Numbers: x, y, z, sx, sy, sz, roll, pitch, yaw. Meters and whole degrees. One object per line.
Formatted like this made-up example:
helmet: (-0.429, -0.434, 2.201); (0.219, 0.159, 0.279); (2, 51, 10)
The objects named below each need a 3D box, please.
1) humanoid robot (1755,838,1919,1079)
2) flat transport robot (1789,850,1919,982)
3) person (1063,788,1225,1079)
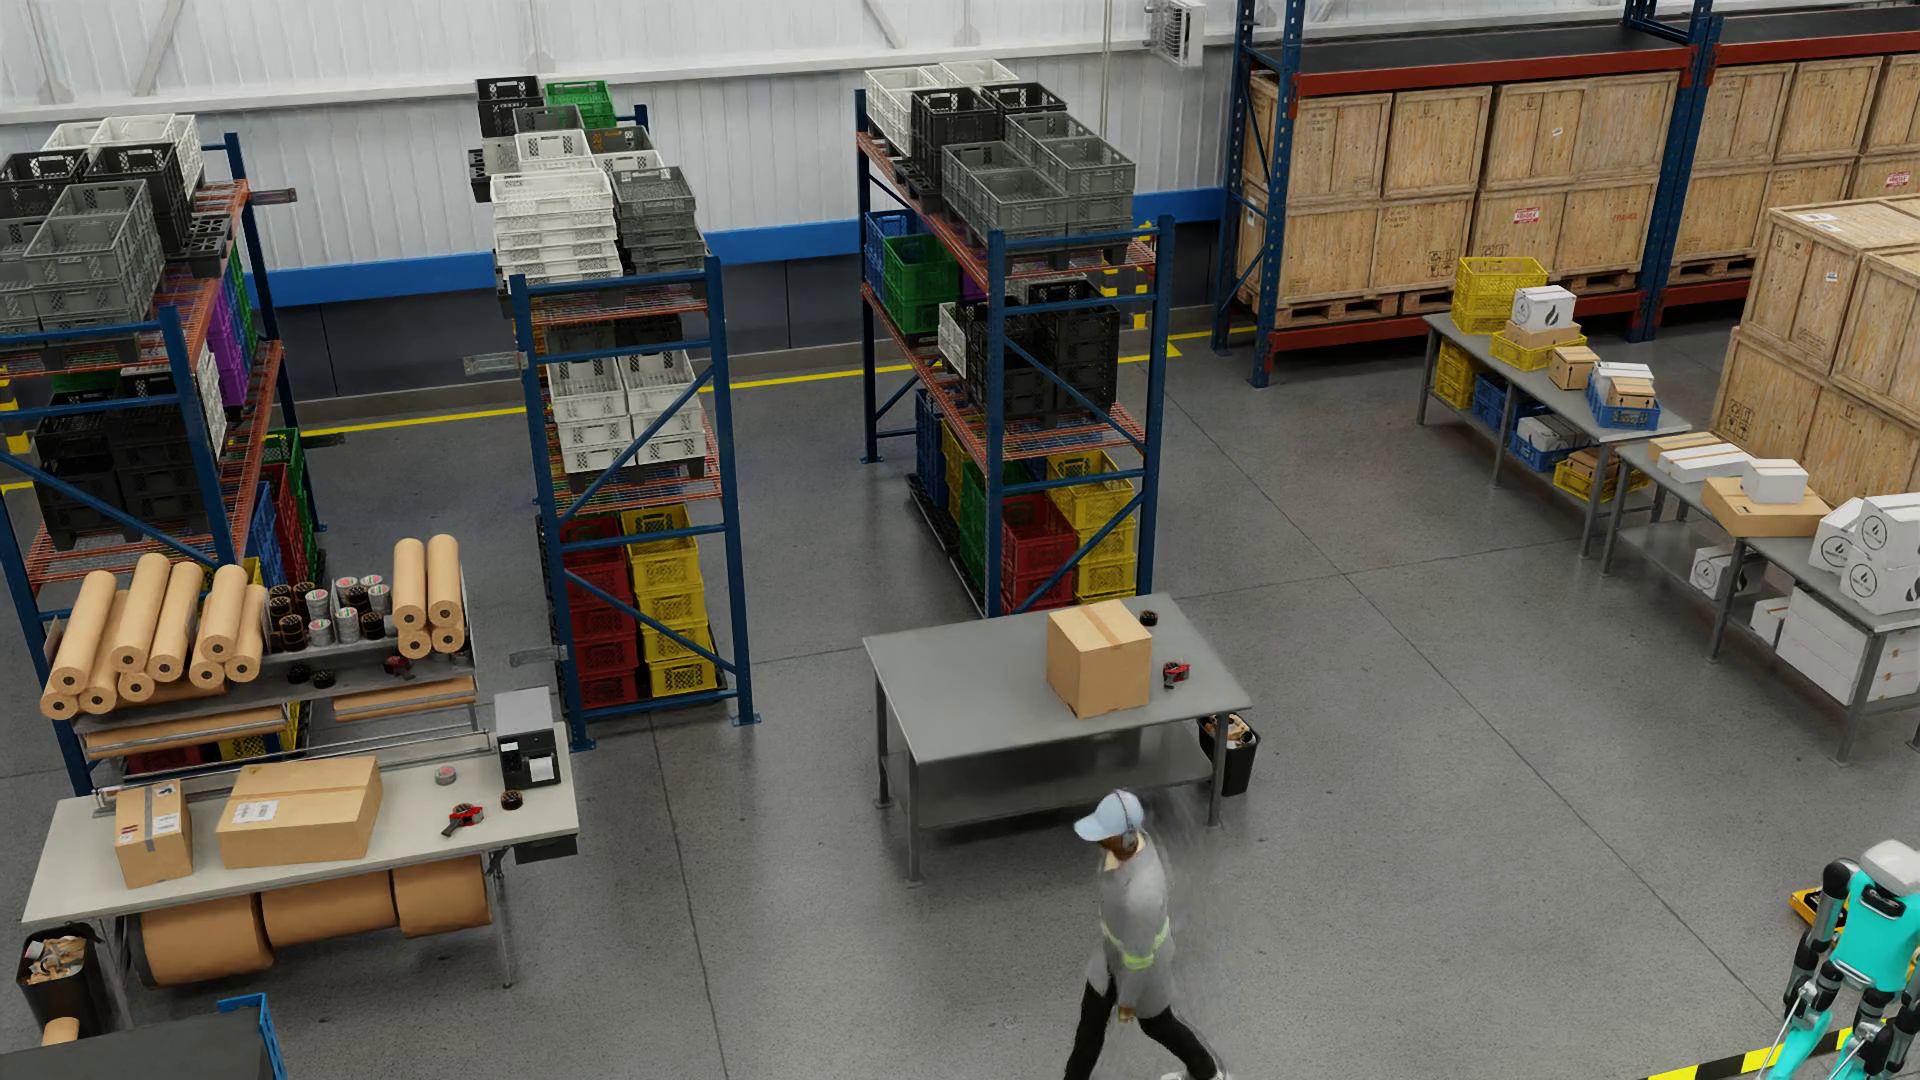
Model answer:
humanoid robot: (3.519, 2.030, 6.803); (0.735, 1.677, 0.533); (-18, 34, -29)
flat transport robot: (5.163, 1.916, 8.676); (1.431, 0.231, 0.659); (-8, 30, -14)
person: (0.791, 1.799, 7.296); (0.882, 1.809, 0.587); (-7, 30, -13)
